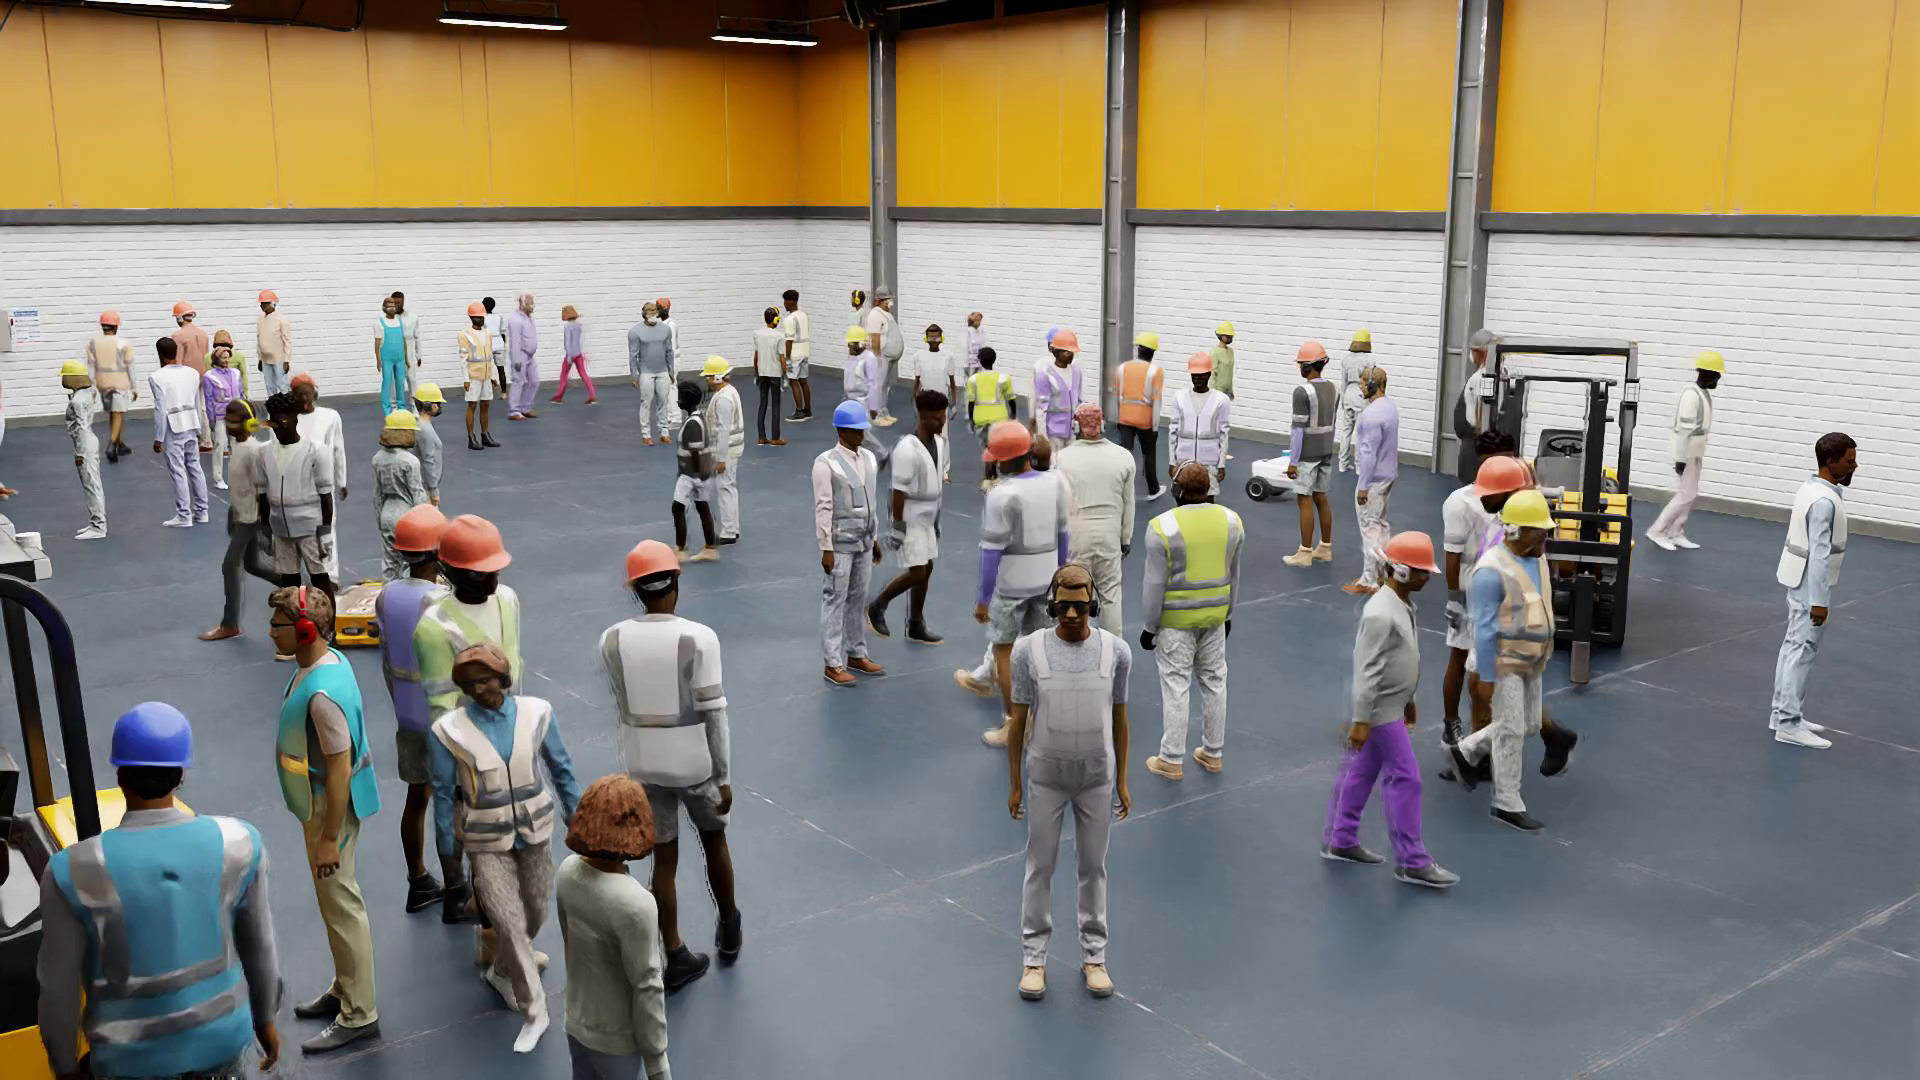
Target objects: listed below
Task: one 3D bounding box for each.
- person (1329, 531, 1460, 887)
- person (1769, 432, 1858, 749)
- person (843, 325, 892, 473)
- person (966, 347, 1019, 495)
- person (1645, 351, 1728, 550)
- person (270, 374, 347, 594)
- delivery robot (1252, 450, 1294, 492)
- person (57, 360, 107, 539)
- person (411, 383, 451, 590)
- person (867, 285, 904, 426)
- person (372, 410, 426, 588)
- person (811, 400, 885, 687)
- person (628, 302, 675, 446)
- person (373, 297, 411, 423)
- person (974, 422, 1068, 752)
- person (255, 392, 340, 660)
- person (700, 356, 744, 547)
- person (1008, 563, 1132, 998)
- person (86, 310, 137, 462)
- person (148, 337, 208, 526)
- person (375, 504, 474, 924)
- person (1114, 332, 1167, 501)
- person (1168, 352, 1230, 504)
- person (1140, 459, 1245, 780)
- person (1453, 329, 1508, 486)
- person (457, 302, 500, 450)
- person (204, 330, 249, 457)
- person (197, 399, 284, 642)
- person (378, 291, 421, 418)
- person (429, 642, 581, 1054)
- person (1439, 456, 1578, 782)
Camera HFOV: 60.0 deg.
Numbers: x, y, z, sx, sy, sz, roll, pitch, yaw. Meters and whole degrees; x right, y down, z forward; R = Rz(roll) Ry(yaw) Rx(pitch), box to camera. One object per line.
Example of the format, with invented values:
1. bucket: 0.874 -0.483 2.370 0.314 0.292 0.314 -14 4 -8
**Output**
1. person: 2.177 0.812 8.089 0.779 1.712 0.585 5 13 24
2. person: 5.181 0.289 10.137 0.372 1.916 0.597 4 12 20
3. person: -1.128 -1.633 19.662 0.511 1.813 0.610 -6 13 -27
4. person: 0.330 -1.344 18.670 0.539 1.650 0.903 5 13 21
5. person: 6.839 -0.831 15.614 0.575 1.894 0.600 10 15 39
6. person: -5.453 -0.458 13.942 0.608 1.829 0.989 -5 13 -24
7. delivery robot: 3.566 -0.736 18.169 0.707 0.478 0.477 8 14 35
8. person: -8.563 -0.883 16.221 0.297 1.744 0.487 -5 13 -21
9. person: -4.483 -0.450 14.100 0.342 1.761 0.524 -4 12 -19
10. person: -1.082 -2.695 24.251 0.536 2.000 0.682 3 12 12
11. person: -4.181 -0.113 12.519 0.492 1.736 0.328 7 14 30
12. person: -0.760 0.012 11.402 0.385 1.948 0.603 8 14 34
13. person: -4.114 -2.220 22.237 0.637 1.930 0.374 -8 14 -35
14. person: -8.357 -2.650 24.506 0.335 1.845 0.513 11 16 42
15. person: 0.393 0.283 9.980 0.661 2.003 0.391 -8 14 -34
16. person: -4.734 -0.089 11.882 0.599 1.959 0.378 2 12 10
17. person: -2.260 -0.845 15.858 0.403 1.821 0.601 -1 12 -4
18. person: 0.455 0.997 6.896 0.515 1.844 0.333 -1 12 -4
19. person: -10.732 -1.950 21.029 0.542 1.896 0.946 -1 12 -7
20. person: -7.884 -1.089 16.800 0.375 1.914 0.592 4 12 19
21. person: -2.406 0.796 7.630 0.545 1.942 0.351 8 14 33
22. person: 1.941 -1.288 17.854 0.612 1.867 0.980 6 13 28
23. person: 2.147 -0.730 15.014 0.545 1.938 0.355 3 12 15
24. person: 1.304 0.453 9.529 0.621 1.845 0.430 -5 13 -22
25. person: 5.171 -1.082 16.460 0.578 2.000 0.699 8 14 35
26. person: -6.332 -2.165 21.937 0.361 1.939 0.543 7 14 31
27. person: -9.355 -1.870 21.253 0.499 1.633 0.281 -5 13 -24
28. person: -5.360 -0.166 12.569 0.846 1.824 0.538 -7 13 -29
29. person: -8.417 -2.787 25.033 0.596 1.910 0.400 -4 12 -20
30. person: -1.794 1.178 6.608 0.574 1.605 0.561 -8 14 -33
31. person: 3.109 0.466 9.305 0.650 1.911 0.552 0 12 -2
